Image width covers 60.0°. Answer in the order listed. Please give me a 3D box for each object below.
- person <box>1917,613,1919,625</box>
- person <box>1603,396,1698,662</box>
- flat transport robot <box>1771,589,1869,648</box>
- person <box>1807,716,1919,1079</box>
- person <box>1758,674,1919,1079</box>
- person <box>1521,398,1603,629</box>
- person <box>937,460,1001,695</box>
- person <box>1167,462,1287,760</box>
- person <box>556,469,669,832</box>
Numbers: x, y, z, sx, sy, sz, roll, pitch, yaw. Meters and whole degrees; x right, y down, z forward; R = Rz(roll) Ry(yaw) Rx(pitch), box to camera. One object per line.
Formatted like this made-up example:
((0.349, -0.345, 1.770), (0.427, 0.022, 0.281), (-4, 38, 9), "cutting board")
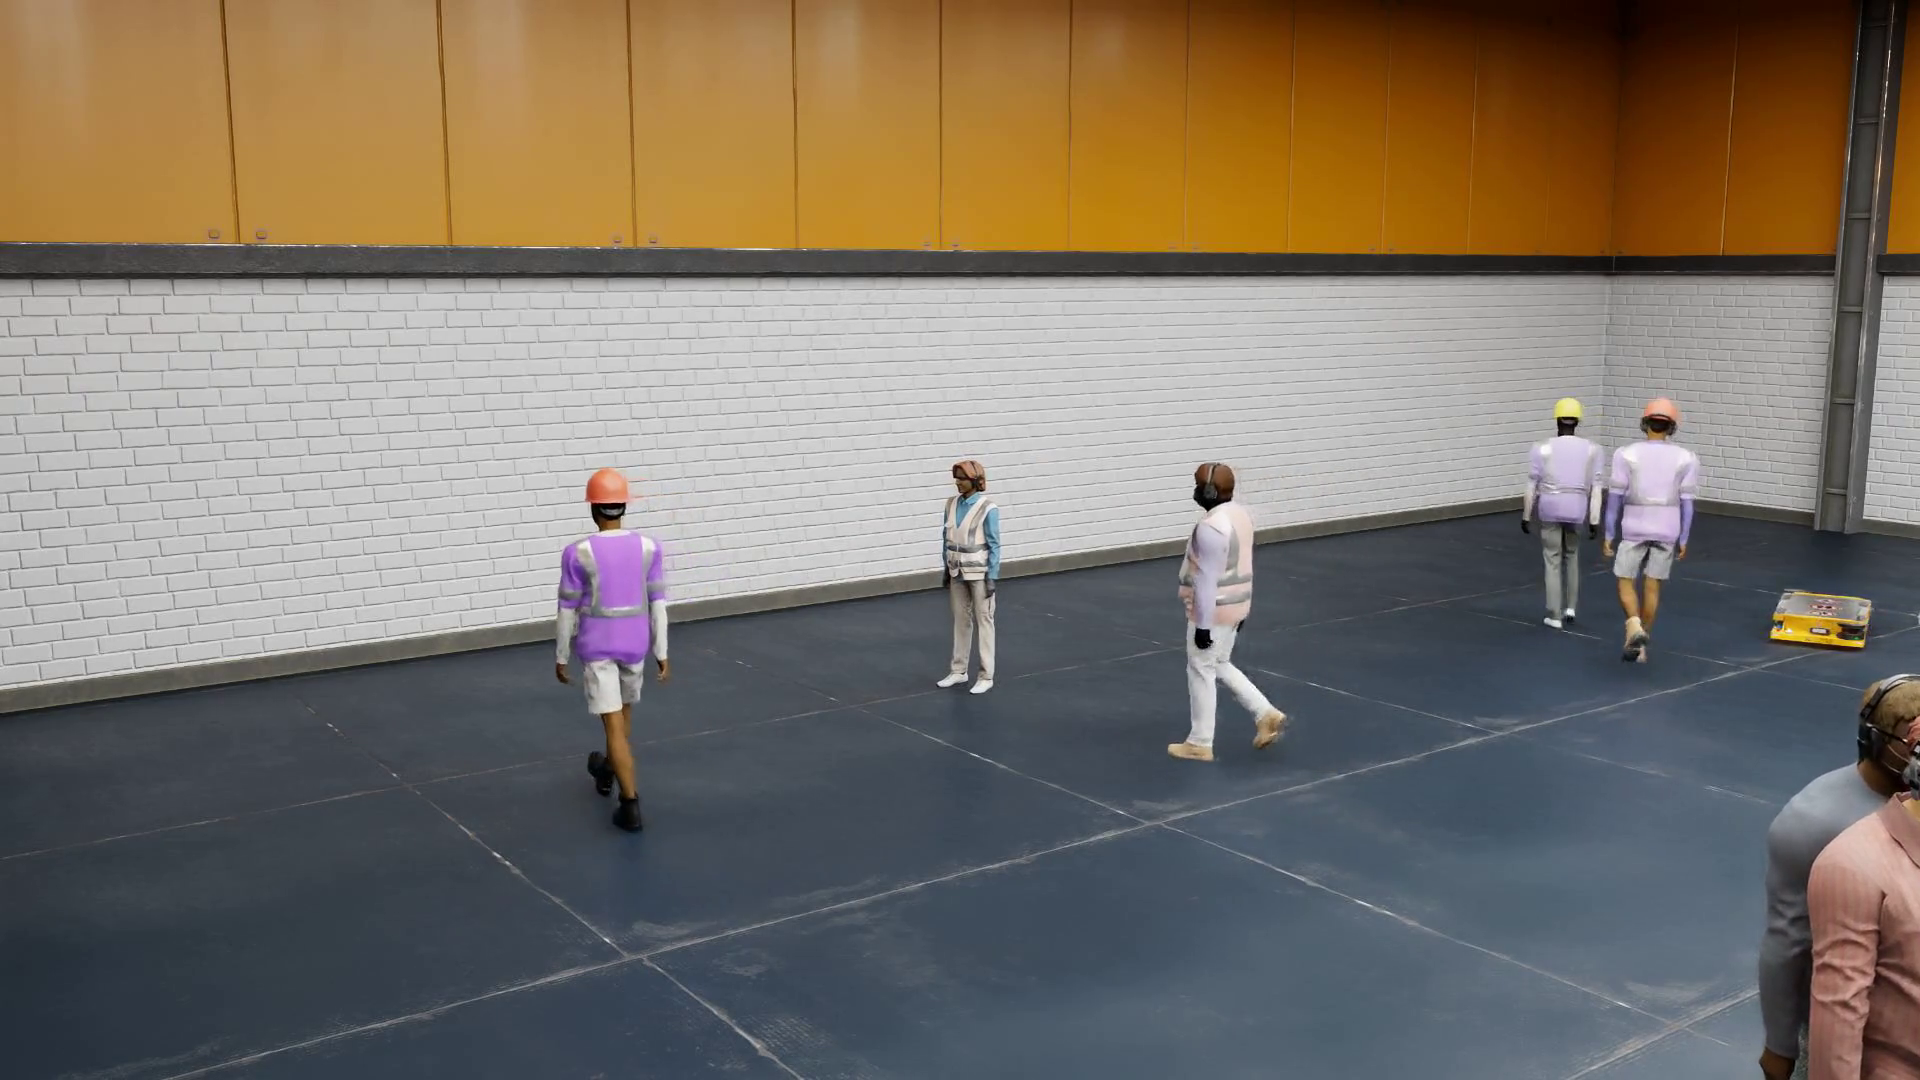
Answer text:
((6.259, 0.437, 10.360), (0.531, 1.692, 0.320), (2, 9, 9), "person")
((5.146, -0.054, 12.400), (0.620, 2.015, 0.689), (2, 10, 15), "person")
((7.035, 0.626, 13.569), (0.652, 0.197, 1.431), (5, 11, 29), "flat transport robot")
((2.388, 1.345, 4.102), (0.651, 1.907, 0.409), (-3, 10, -19), "person")
((2.409, 1.284, 4.449), (0.645, 1.927, 0.391), (-3, 10, -18), "person")
((4.971, -0.226, 13.804), (0.587, 1.908, 0.578), (0, 9, 2), "person")
((0.076, 0.254, 11.645), (0.314, 1.641, 0.515), (-9, 13, -44), "person")
((1.592, 0.442, 9.942), (0.604, 1.827, 0.630), (5, 10, 27), "person")
((-1.913, 0.561, 8.980), (0.569, 1.888, 0.957), (-6, 11, -32), "person")
